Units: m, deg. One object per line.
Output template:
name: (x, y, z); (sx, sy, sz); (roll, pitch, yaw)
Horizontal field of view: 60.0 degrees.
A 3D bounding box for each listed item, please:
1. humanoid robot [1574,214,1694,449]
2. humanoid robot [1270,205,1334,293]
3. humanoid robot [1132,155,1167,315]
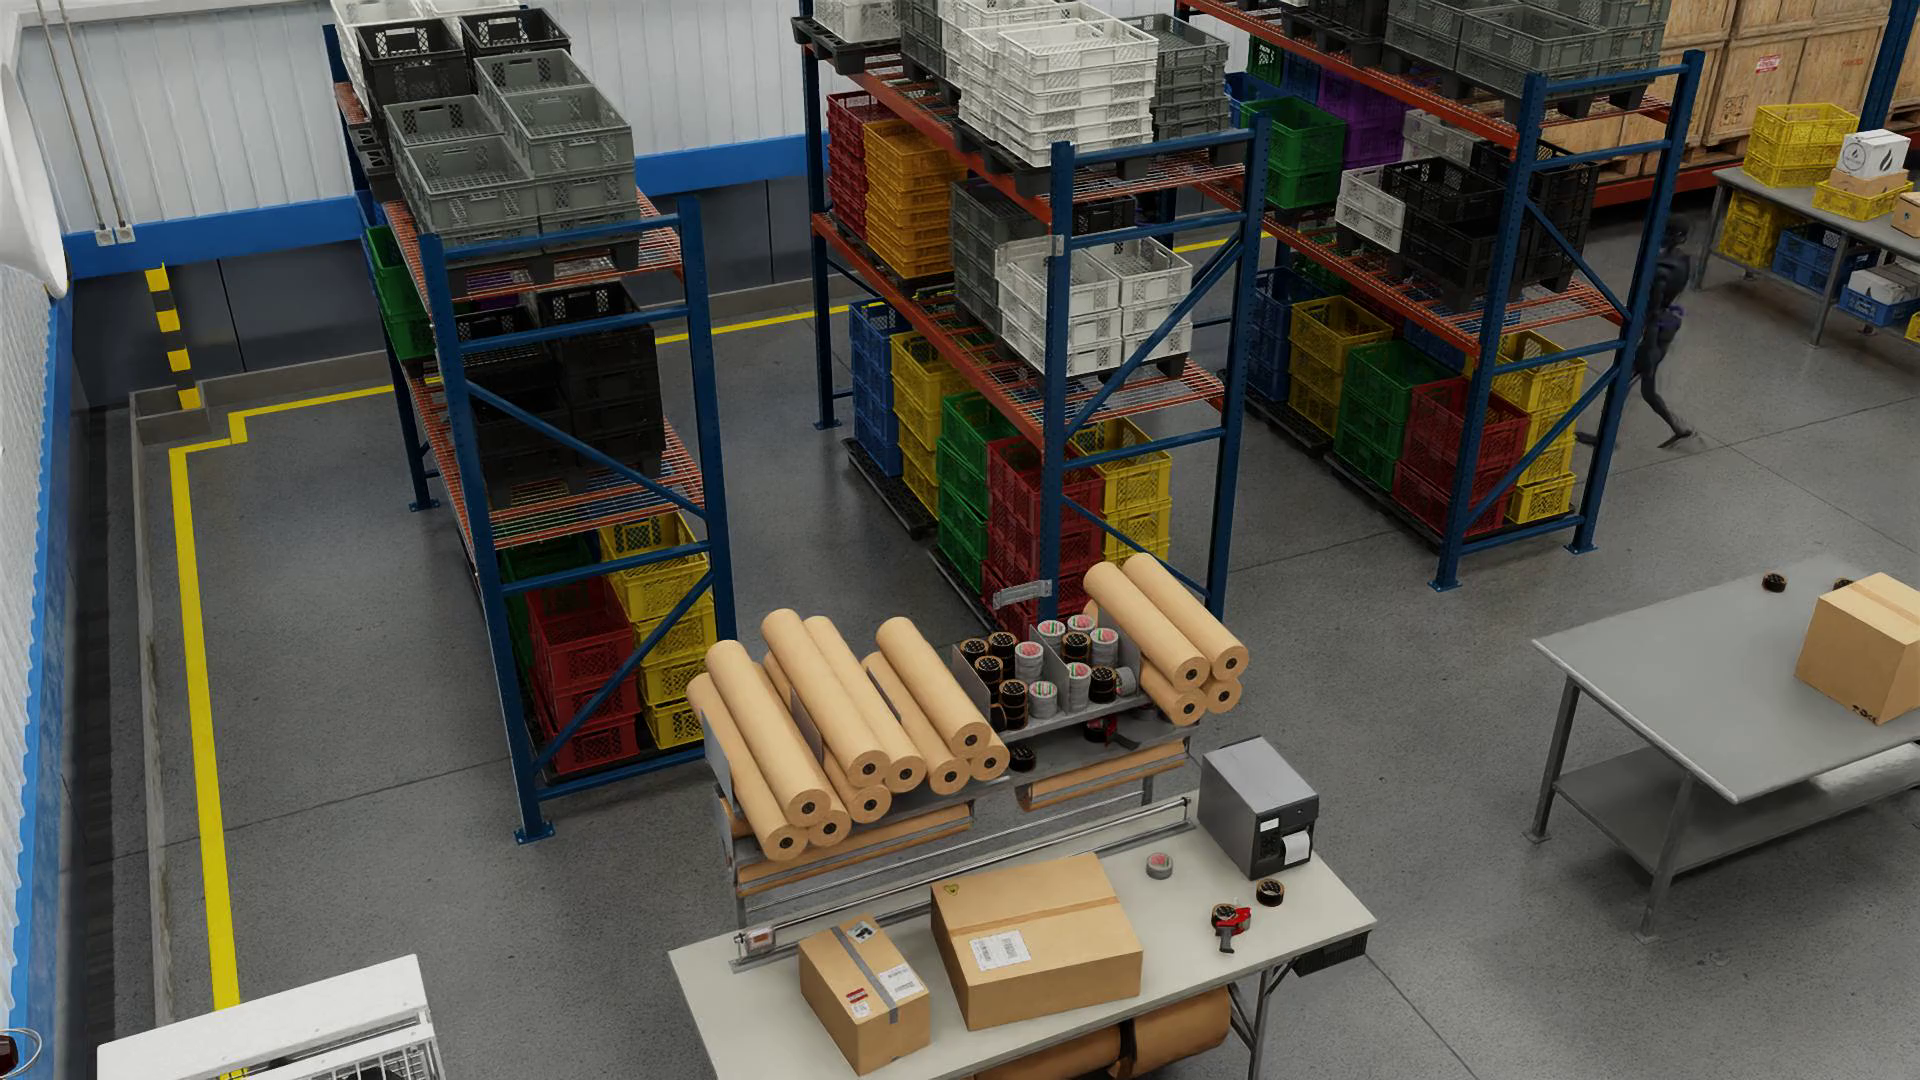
humanoid robot: (4.539, -1.333, 10.823); (0.671, 1.634, 0.589); (18, 36, 27)
humanoid robot: (2.759, -2.773, 13.122); (0.593, 1.653, 0.326); (0, 32, 0)
humanoid robot: (1.387, -2.218, 12.218); (0.315, 1.656, 0.609); (-5, 32, -8)
